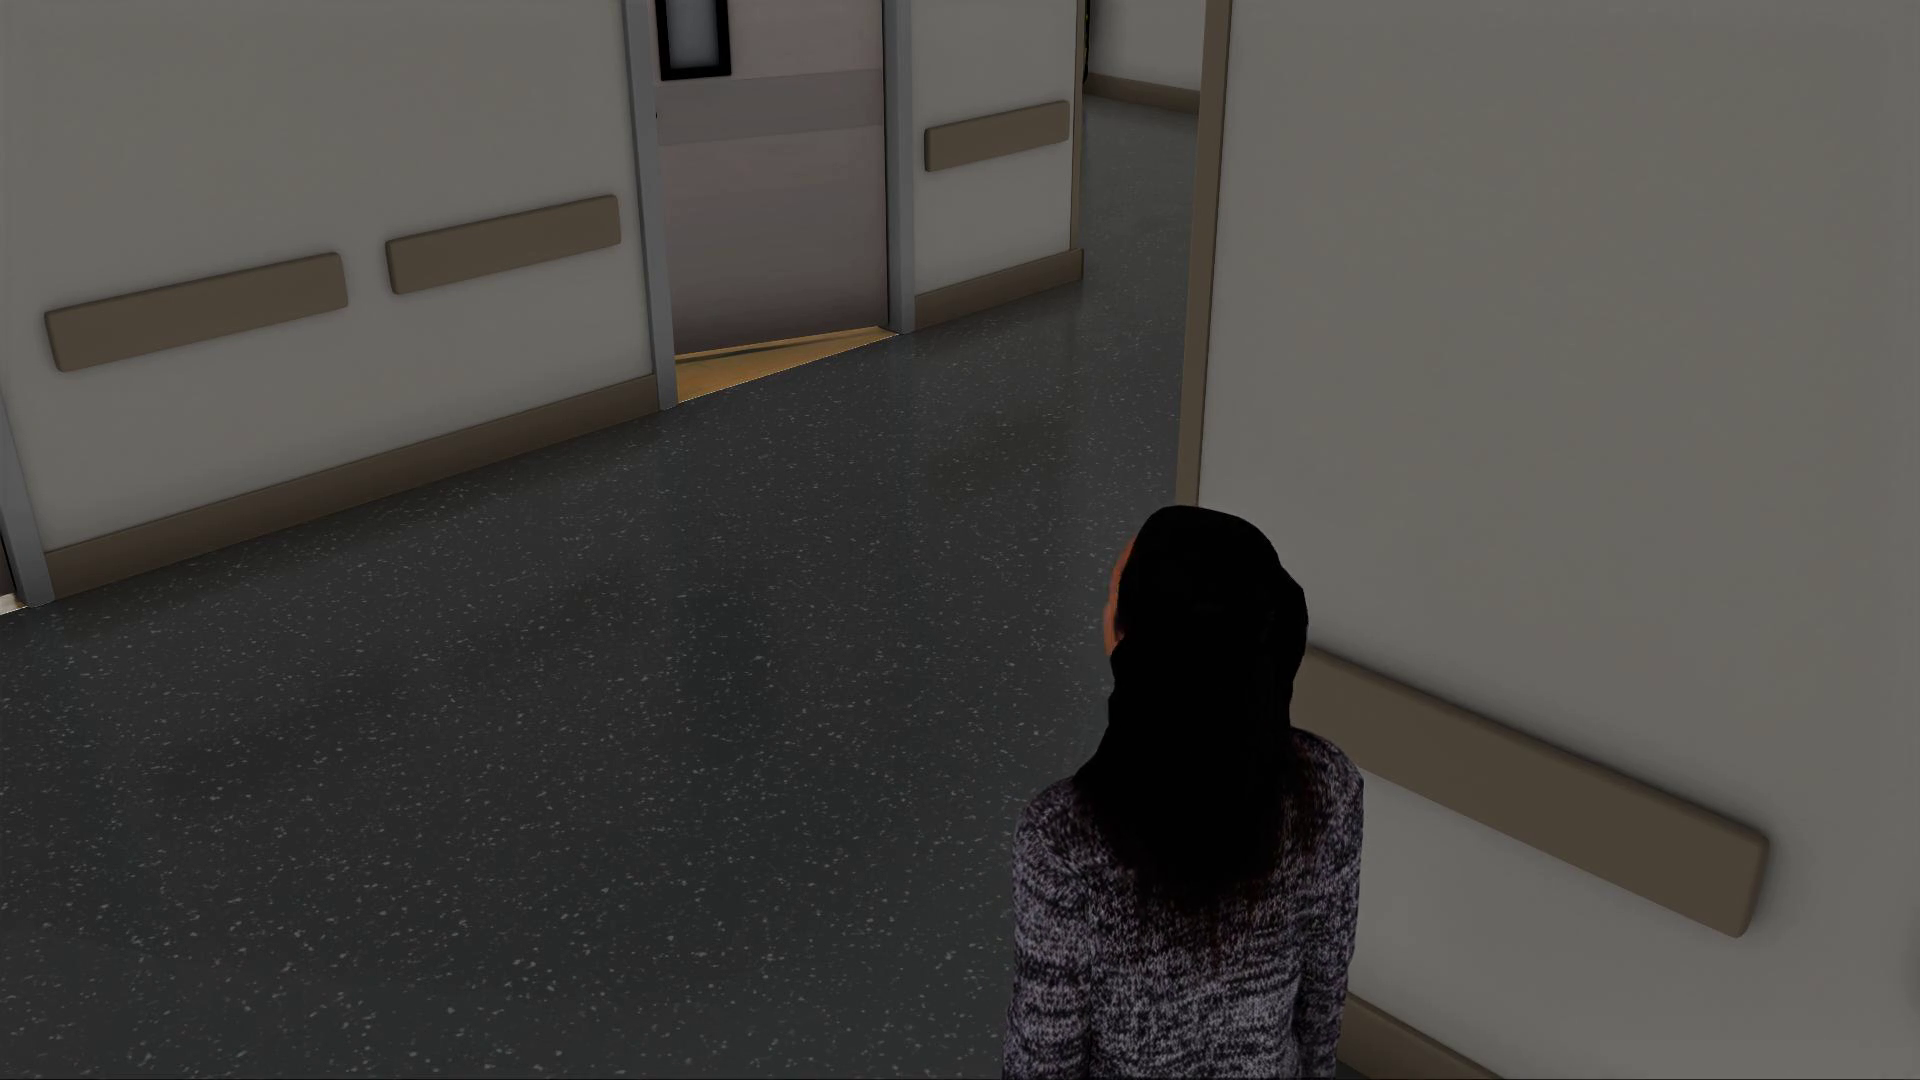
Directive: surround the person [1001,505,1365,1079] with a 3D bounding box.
[{"bbox_3d":[0.251,0.751,2.074,0.614,1.732,0.748,-8,27,-16],"label":"person"}]
